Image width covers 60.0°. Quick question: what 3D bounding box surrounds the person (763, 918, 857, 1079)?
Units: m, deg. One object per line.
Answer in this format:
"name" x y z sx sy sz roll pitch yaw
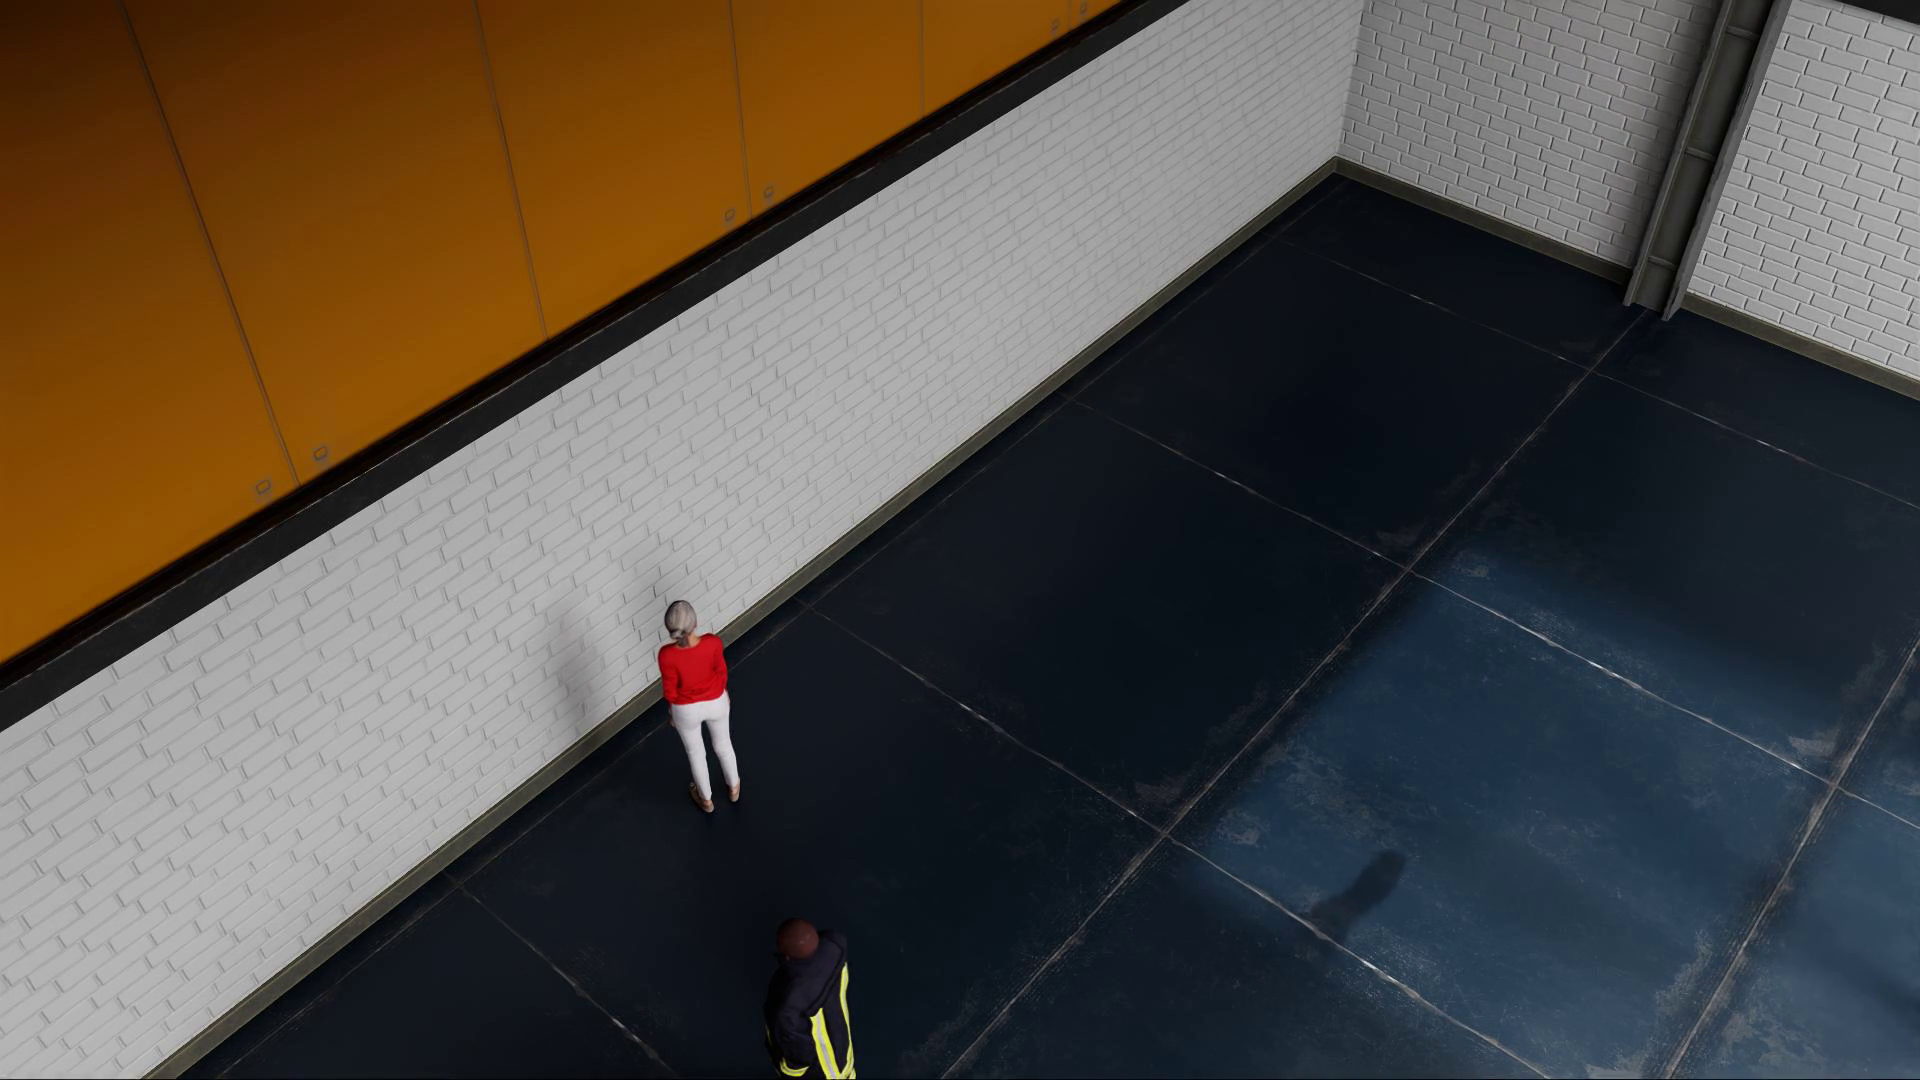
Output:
"person" -0.725 2.408 8.168 0.768 1.821 0.817 18 46 18

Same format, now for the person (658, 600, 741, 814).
"person" -1.527 0.978 9.760 0.623 1.696 0.643 -16 46 -16
